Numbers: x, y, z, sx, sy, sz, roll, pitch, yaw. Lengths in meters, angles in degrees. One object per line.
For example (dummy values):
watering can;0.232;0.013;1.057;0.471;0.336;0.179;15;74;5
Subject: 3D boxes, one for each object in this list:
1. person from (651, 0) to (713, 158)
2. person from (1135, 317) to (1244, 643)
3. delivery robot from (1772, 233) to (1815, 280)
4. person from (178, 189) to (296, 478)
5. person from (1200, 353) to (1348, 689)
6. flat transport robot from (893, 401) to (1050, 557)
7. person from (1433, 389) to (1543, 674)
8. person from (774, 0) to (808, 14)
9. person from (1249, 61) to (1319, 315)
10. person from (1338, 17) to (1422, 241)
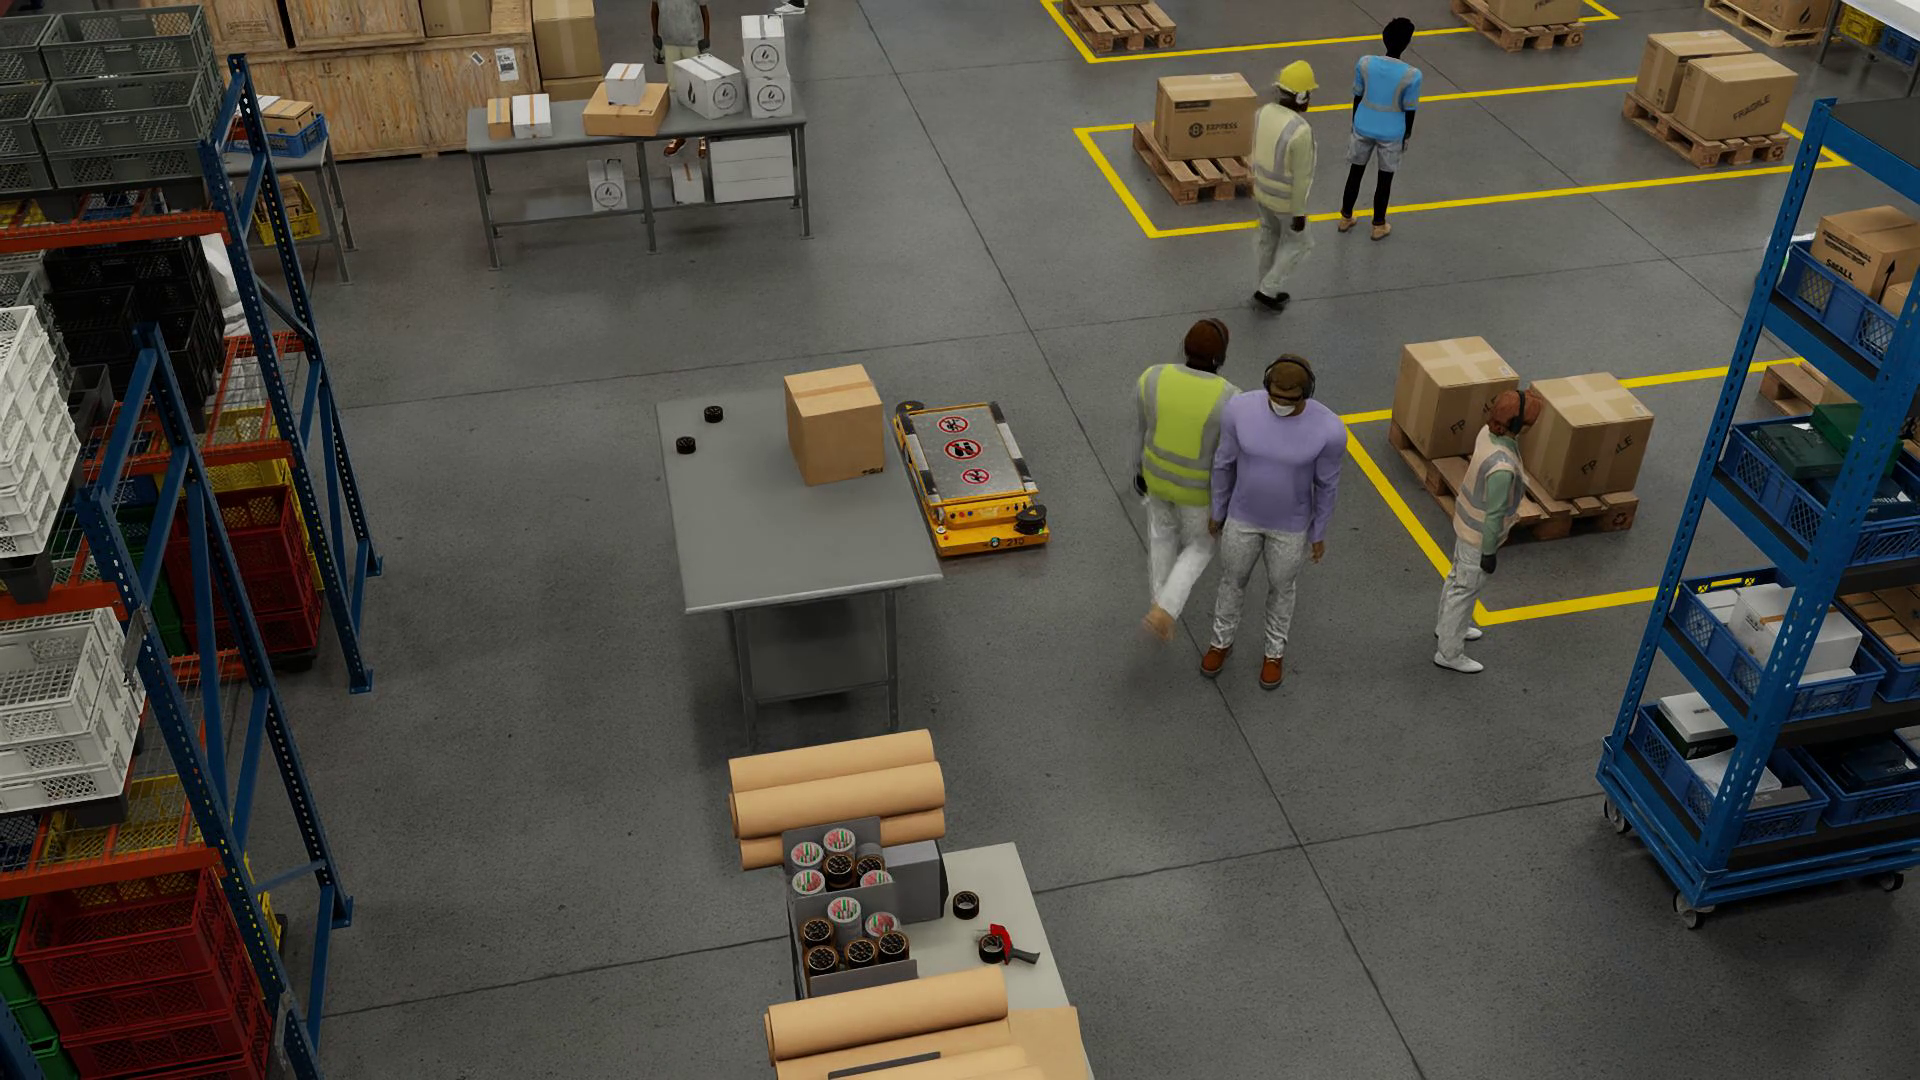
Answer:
person;-2.293;-4.075;13.676;0.521;1.874;0.325;5;37;7
person;1.131;-0.263;8.603;0.638;1.820;0.614;22;42;27
delivery robot;6.203;-2.031;11.948;0.707;0.478;0.477;0;37;0
person;-4.351;-1.264;9.889;0.337;1.880;0.584;0;37;1
person;1.537;-0.097;8.279;0.627;1.934;0.371;12;38;16
flat transport robot;0.046;-0.430;10.108;0.652;0.197;1.431;-8;37;-10
person;2.660;-0.052;8.470;0.313;1.633;0.514;6;37;9
person;-1.695;-6.220;16.520;0.390;1.920;0.587;5;37;7
person;2.215;-2.396;11.458;0.412;1.819;0.624;-14;39;-18
person;3.157;-3.074;12.482;0.529;1.690;0.319;22;42;27
